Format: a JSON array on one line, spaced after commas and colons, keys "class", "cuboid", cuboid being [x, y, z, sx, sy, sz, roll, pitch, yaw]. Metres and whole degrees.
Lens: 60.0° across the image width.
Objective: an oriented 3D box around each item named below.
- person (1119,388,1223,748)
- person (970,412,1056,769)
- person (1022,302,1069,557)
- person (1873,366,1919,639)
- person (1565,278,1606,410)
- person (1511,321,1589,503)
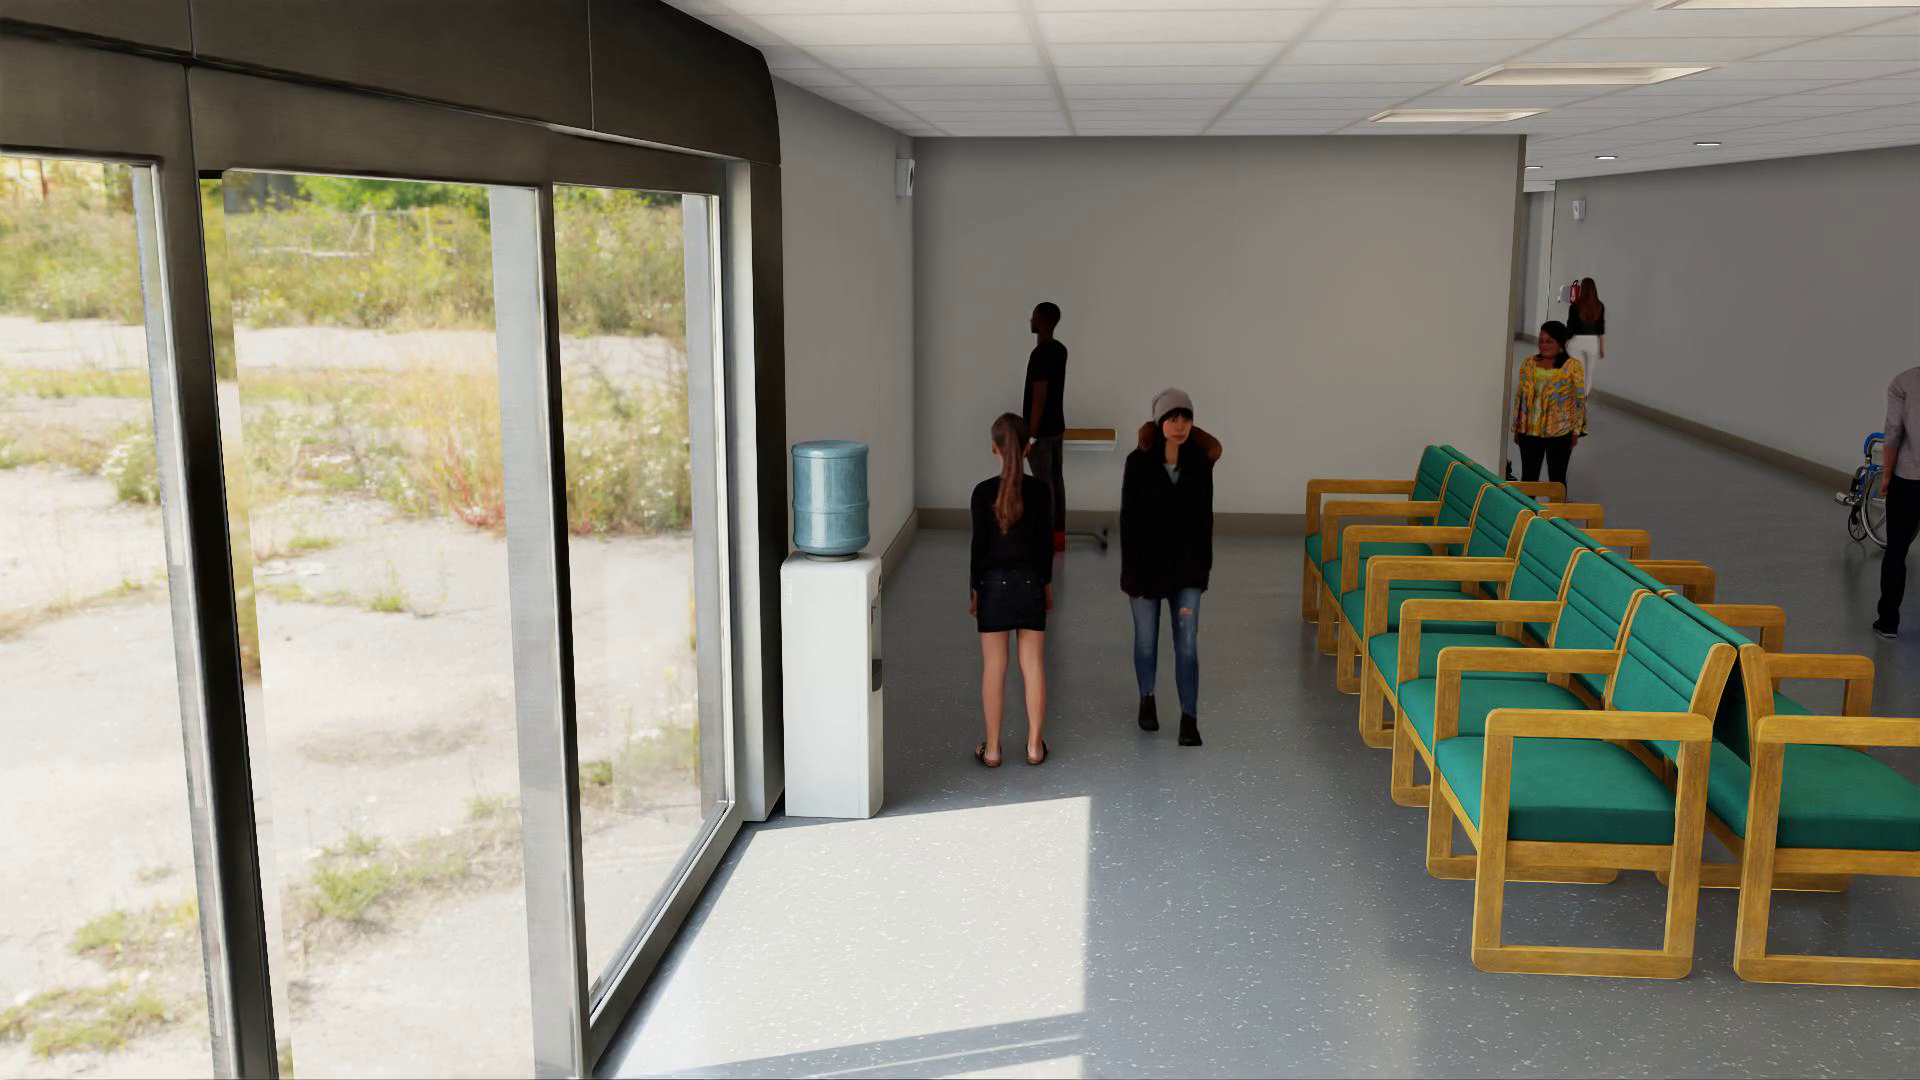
[{"class": "person", "cuboid": [0.917, 0.115, 7.652, 0.889, 1.605, 0.754, 0, 11, -1]}, {"class": "person", "cuboid": [0.226, 0.211, 7.272, 0.548, 1.557, 0.637, -1, 11, -7]}, {"class": "person", "cuboid": [0.619, -0.797, 11.918, 0.662, 1.805, 0.710, 5, 12, 26]}, {"class": "person", "cuboid": [5.514, -0.350, 9.465, 0.614, 1.841, 0.786, 5, 12, 25]}, {"class": "person", "cuboid": [7.746, -2.379, 20.573, 0.765, 1.686, 0.692, 1, 11, 7]}, {"class": "person", "cuboid": [4.350, -0.794, 12.311, 0.863, 1.653, 0.932, 8, 13, 37]}]
